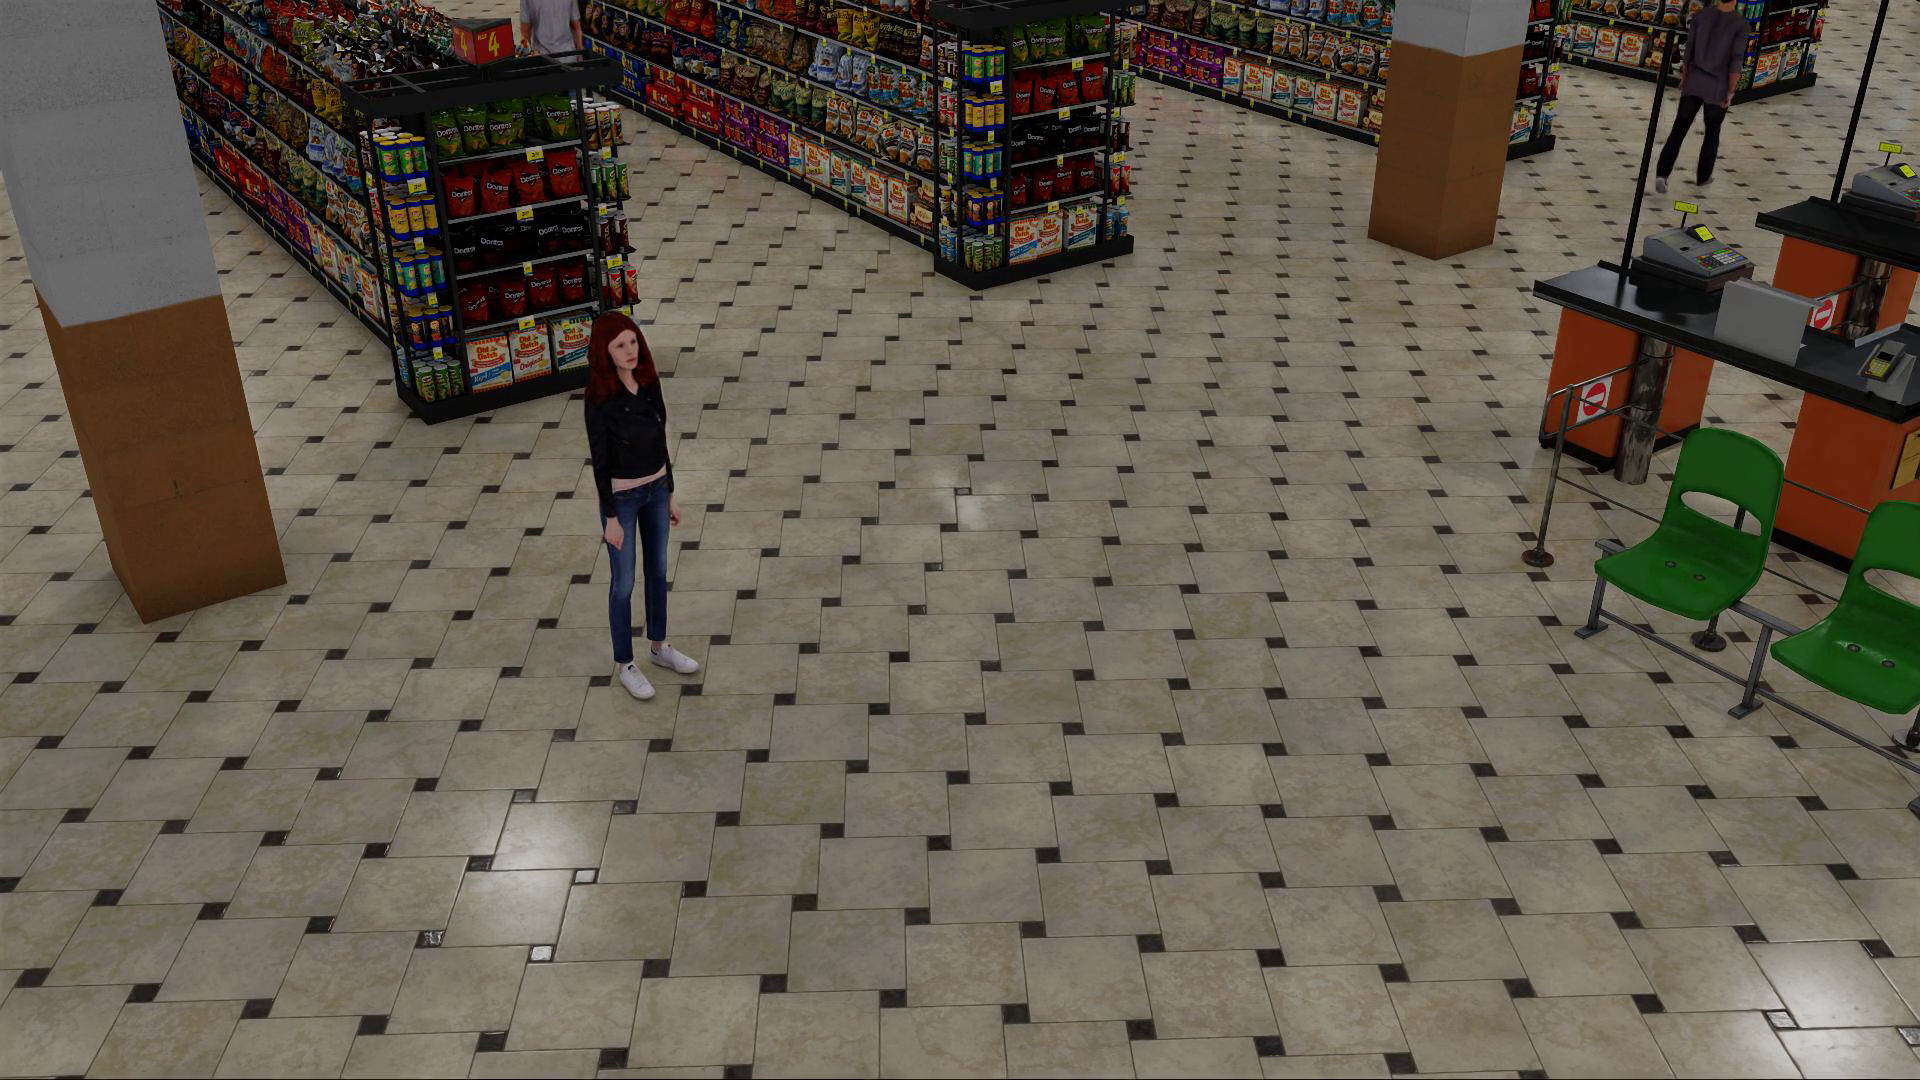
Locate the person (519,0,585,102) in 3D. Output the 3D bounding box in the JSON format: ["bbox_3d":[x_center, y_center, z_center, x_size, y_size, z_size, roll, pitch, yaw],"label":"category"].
[{"bbox_3d":[-3.612,-4.320,14.915,0.805,1.854,1.048,-13,31,-22],"label":"person"}]

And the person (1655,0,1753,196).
[{"bbox_3d":[6.231,-3.795,13.988,1.130,1.821,0.918,22,36,35],"label":"person"}]

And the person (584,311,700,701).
[{"bbox_3d":[-1.438,-0.157,7.360,0.631,1.787,0.631,21,35,33],"label":"person"}]
